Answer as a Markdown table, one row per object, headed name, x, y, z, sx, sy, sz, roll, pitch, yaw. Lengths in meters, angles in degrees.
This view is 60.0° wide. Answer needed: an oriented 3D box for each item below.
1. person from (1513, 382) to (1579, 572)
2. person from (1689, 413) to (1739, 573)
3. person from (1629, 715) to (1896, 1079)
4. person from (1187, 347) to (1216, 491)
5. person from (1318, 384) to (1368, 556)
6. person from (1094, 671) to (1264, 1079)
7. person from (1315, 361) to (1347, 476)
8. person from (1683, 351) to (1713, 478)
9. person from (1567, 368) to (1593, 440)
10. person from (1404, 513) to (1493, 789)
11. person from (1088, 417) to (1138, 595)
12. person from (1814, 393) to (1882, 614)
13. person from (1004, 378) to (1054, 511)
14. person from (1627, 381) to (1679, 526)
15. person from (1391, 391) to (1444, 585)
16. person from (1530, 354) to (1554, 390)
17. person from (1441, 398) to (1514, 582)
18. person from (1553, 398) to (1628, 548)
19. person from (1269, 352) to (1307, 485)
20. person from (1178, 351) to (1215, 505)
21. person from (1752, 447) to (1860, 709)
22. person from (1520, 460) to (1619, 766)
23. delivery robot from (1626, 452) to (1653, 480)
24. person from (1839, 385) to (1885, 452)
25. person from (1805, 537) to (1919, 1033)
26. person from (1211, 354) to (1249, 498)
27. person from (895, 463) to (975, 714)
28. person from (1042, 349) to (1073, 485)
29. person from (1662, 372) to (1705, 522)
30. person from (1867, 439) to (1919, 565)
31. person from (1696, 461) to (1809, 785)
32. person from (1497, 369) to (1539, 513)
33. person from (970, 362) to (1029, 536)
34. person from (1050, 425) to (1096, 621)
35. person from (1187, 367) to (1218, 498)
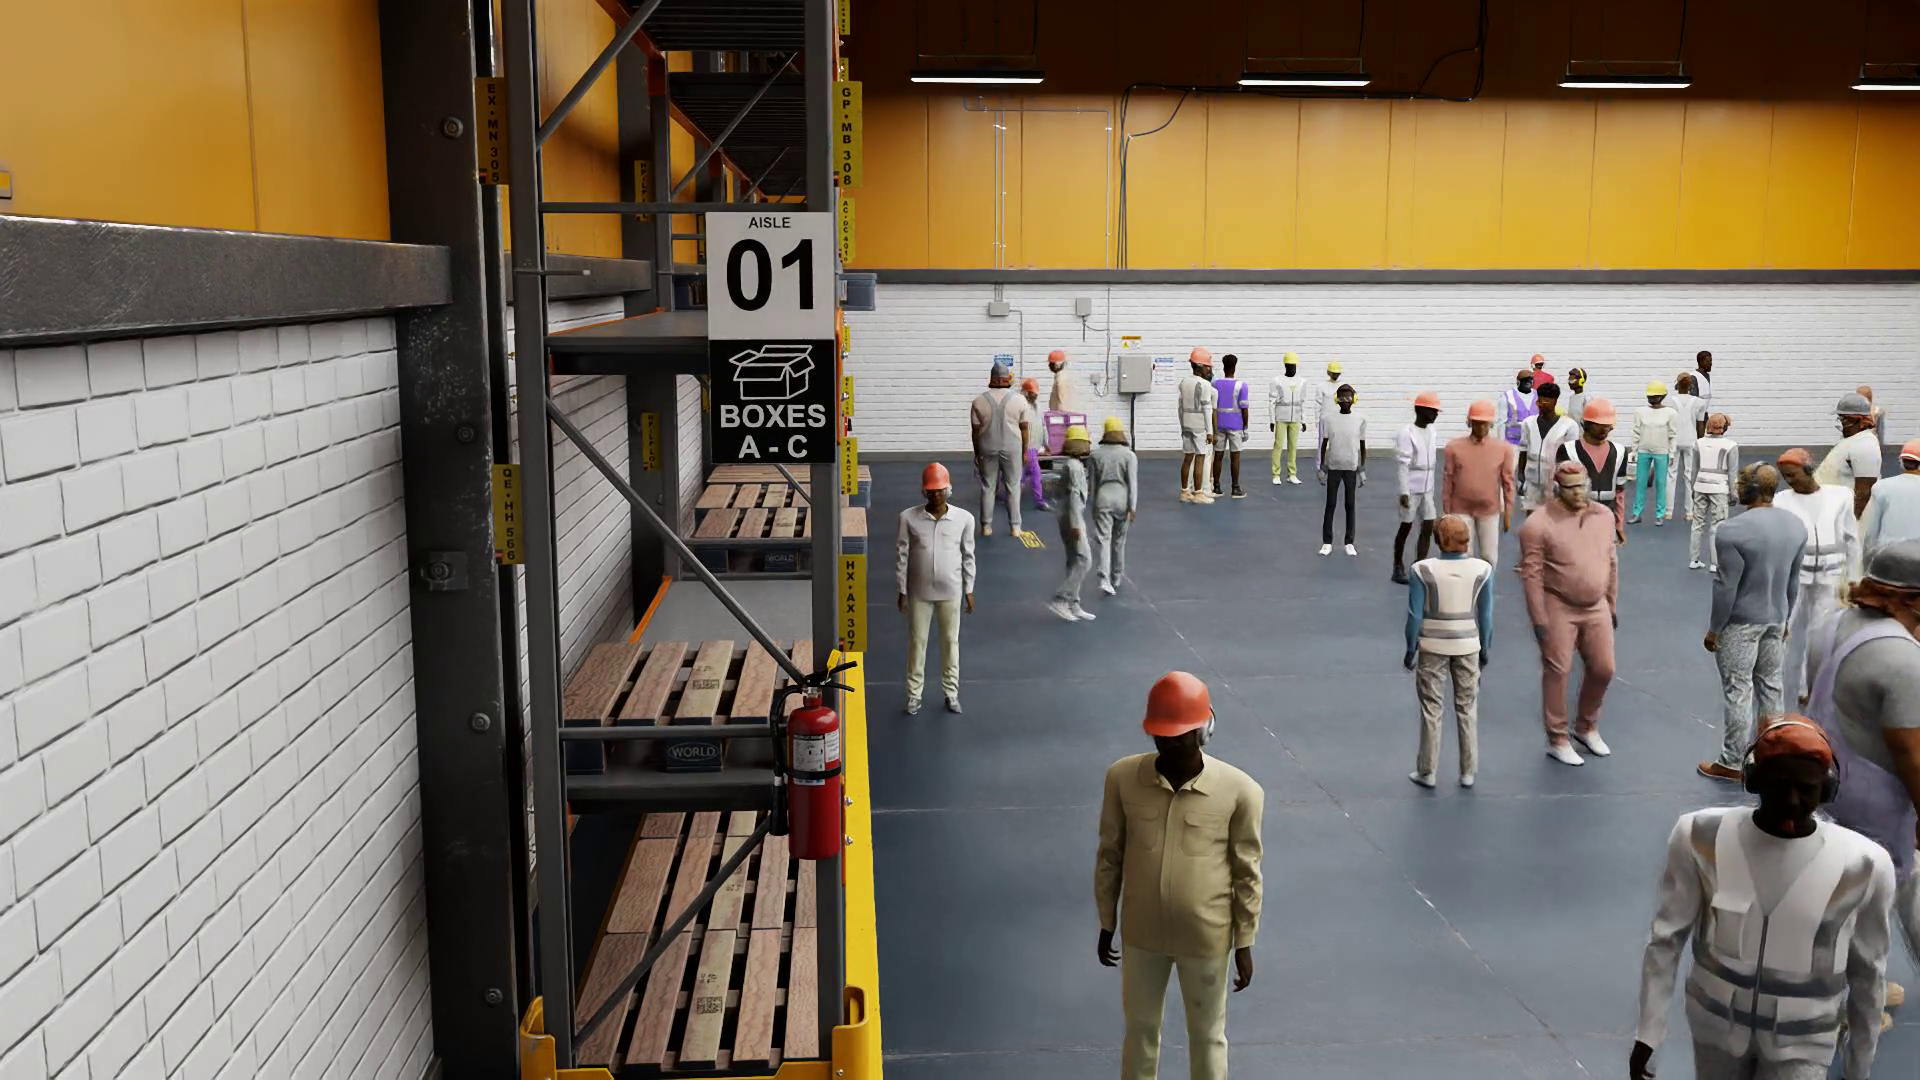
| name | x | y | z | sx | sy | sz | roll | pitch | yaw |
| --- | --- | --- | --- | --- | --- | --- | --- | --- | --- |
| person | 5.940 | -0.623 | 16.865 | 0.610 | 1.963 | 0.366 | 8 | 12 | 42 |
| person | 7.704 | -0.482 | 17.030 | 0.312 | 1.634 | 0.515 | -5 | 11 | -31 |
| person | 2.195 | 1.391 | 4.588 | 0.585 | 1.849 | 0.846 | 6 | 11 | 34 |
| person | 3.353 | -1.671 | 23.247 | 0.410 | 2.035 | 0.614 | 5 | 10 | 29 |
| person | 4.144 | -0.760 | 18.026 | 0.509 | 1.872 | 0.328 | 2 | 9 | 12 |
| person | 0.712 | 1.288 | 5.532 | 0.570 | 1.749 | 0.332 | 3 | 10 | 20 |
| person | 5.604 | -1.819 | 25.030 | 0.526 | 1.761 | 0.342 | 0 | 9 | -1 |
| person | 11.011 | -1.862 | 24.803 | 0.392 | 1.916 | 0.591 | 8 | 12 | 42 |
| person | 7.863 | -1.254 | 21.189 | 0.327 | 1.858 | 0.498 | -1 | 9 | -8 |
| person | 2.884 | 0.661 | 9.829 | 0.522 | 1.636 | 0.310 | 0 | 9 | -2 |
| person | 1.458 | -0.332 | 15.936 | 0.483 | 1.681 | 0.898 | 1 | 9 | 8 |
| person | 7.575 | -0.251 | 14.293 | 0.539 | 2.000 | 0.689 | 3 | 10 | 18 |
| person | 0.879 | -1.254 | 21.587 | 0.851 | 1.721 | 0.555 | 6 | 11 | 34 |
| person | 8.408 | -1.048 | 20.166 | 0.526 | 1.765 | 0.329 | 7 | 12 | 38 |
| person | 4.445 | -0.494 | 16.230 | 0.661 | 1.908 | 0.570 | -6 | 11 | -33 |
| person | 9.424 | -2.170 | 27.237 | 0.564 | 1.751 | 0.342 | -2 | 9 | -13 |
| person | 4.555 | -0.276 | 14.672 | 0.615 | 1.979 | 0.545 | 3 | 10 | 18 |
| person | 5.152 | -0.139 | 13.591 | 0.605 | 2.042 | 0.388 | -1 | 9 | -3 |
| person | 4.766 | -1.767 | 24.158 | 0.587 | 1.930 | 0.355 | -2 | 9 | -15 |
| person | 3.160 | -1.484 | 22.058 | 0.393 | 2.031 | 0.615 | -5 | 10 | -30 |
| person | 5.876 | 0.280 | 11.573 | 0.669 | 1.857 | 0.379 | 2 | 9 | 15 |
| person | 3.843 | 0.444 | 10.381 | 0.681 | 1.897 | 0.450 | -2 | 9 | -9 |
| delivery robot | 9.813 | -1.116 | 24.080 | 0.477 | 0.478 | 0.707 | 5 | 10 | 30 |
| person | 11.659 | -1.196 | 21.521 | 0.517 | 1.617 | 0.647 | 5 | 10 | 29 |
| person | 3.722 | 0.968 | 6.636 | 0.638 | 2.000 | 0.709 | 1 | 9 | 4 |
| person | 3.662 | -1.549 | 22.676 | 0.610 | 1.966 | 0.364 | 5 | 11 | 31 |
| person | -0.170 | 0.335 | 11.504 | 0.561 | 1.753 | 0.327 | -1 | 9 | -3 |
| person | 1.499 | -1.767 | 24.033 | 0.552 | 1.977 | 0.621 | 1 | 9 | 4 |
| person | 8.879 | -1.142 | 20.497 | 0.506 | 1.847 | 0.350 | 3 | 9 | 16 |
| person | 7.502 | 0.071 | 13.172 | 0.342 | 1.749 | 0.572 | -9 | 12 | -43 |
| person | 4.720 | 0.494 | 9.934 | 0.631 | 1.940 | 0.372 | -3 | 10 | -21 |
| person | 7.178 | -1.259 | 21.244 | 0.633 | 1.841 | 0.429 | -1 | 9 | -4 |
| person | 0.478 | -1.062 | 19.383 | 0.679 | 2.000 | 0.535 | 2 | 9 | 10 |
| person | 1.018 | -0.142 | 14.592 | 0.364 | 1.719 | 0.525 | 0 | 9 | 0 |
| person | 3.301 | -1.475 | 22.641 | 0.345 | 1.838 | 0.502 | -9 | 13 | -43 |
